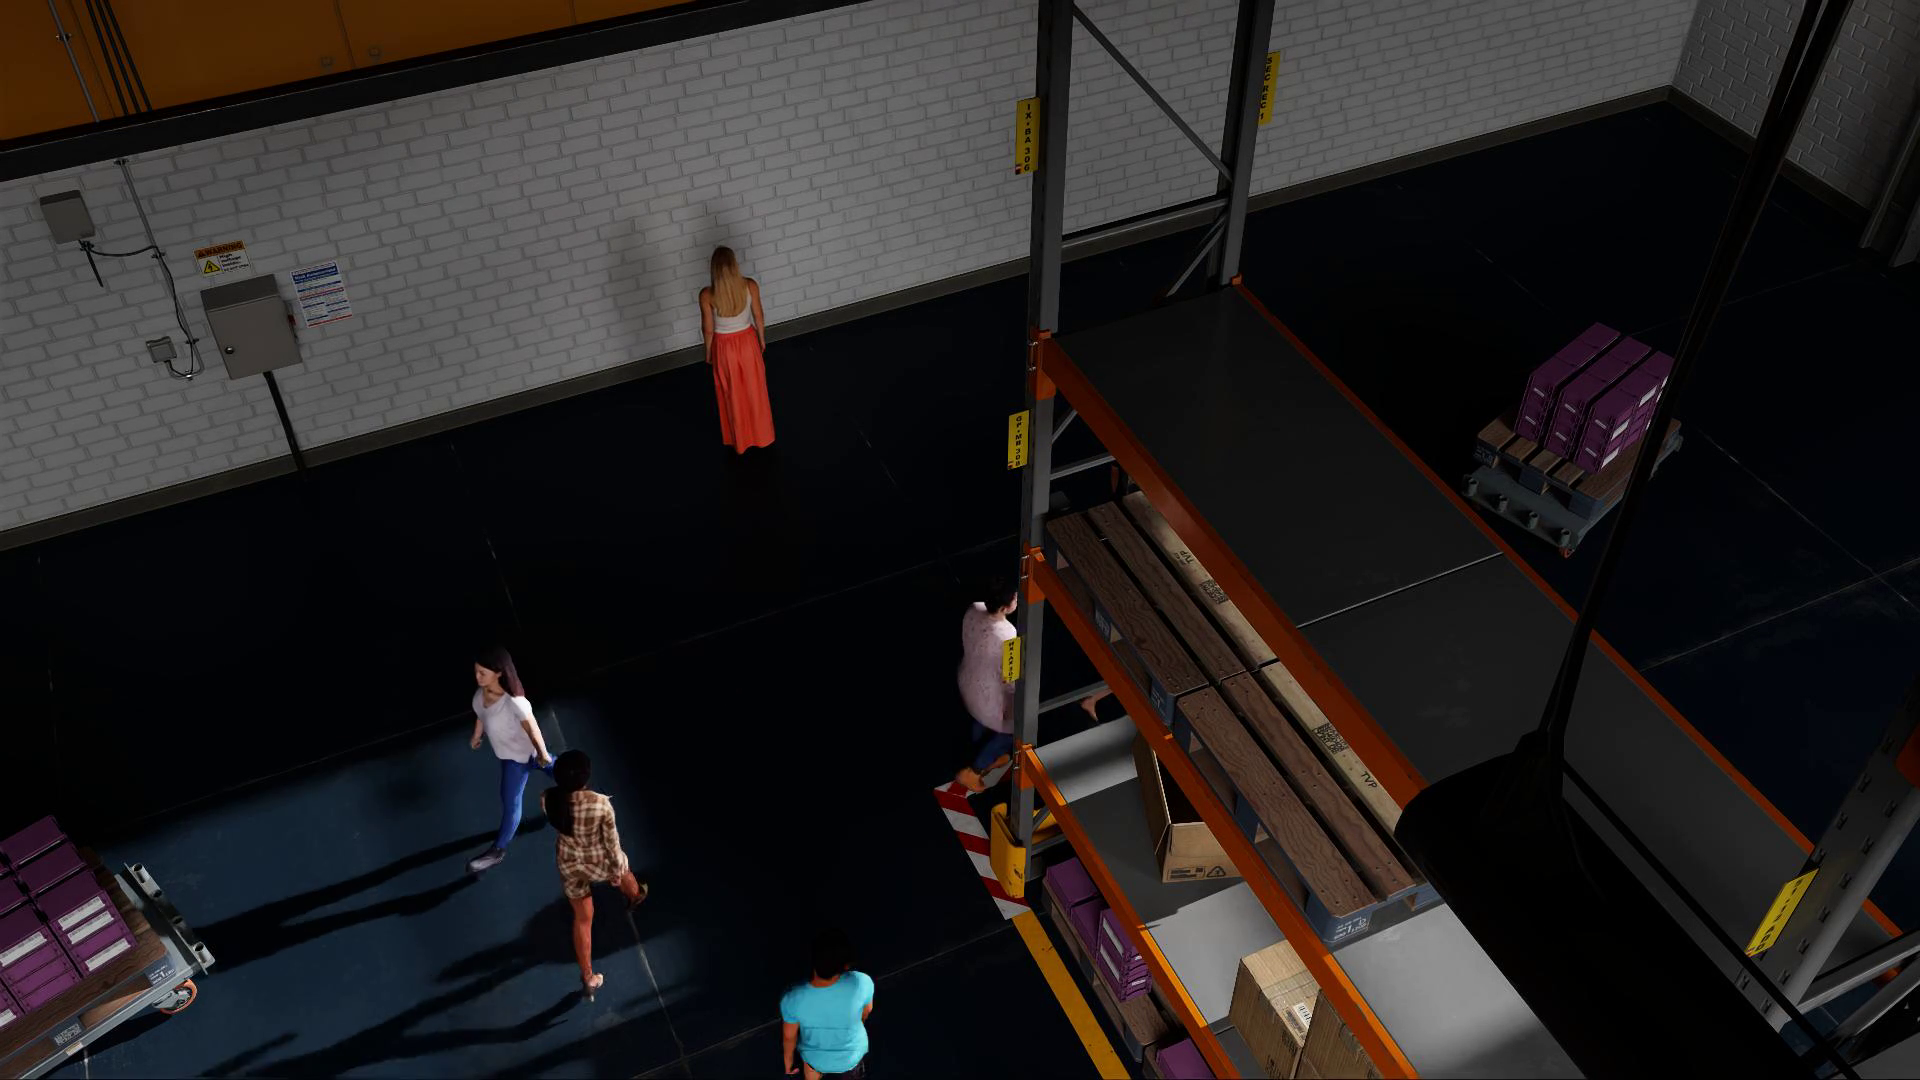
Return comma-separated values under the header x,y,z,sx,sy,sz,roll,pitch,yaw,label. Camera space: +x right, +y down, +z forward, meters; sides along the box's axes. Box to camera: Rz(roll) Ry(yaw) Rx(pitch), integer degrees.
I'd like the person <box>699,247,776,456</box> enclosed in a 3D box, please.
x,y,z,sx,sy,sz,roll,pitch,yaw,label
-1.664,-1.398,12.365,0.660,1.802,0.630,-11,45,-11,person

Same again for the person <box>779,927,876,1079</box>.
x,y,z,sx,sy,sz,roll,pitch,yaw,label
-0.608,2.608,8.206,0.805,1.739,1.010,-5,44,-5,person

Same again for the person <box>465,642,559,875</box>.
x,y,z,sx,sy,sz,roll,pitch,yaw,label
-2.523,1.164,9.791,0.845,1.642,1.078,-29,51,-27,person

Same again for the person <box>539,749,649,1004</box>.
x,y,z,sx,sy,sz,roll,pitch,yaw,label
-2.042,1.831,9.017,0.959,1.745,1.135,6,44,6,person

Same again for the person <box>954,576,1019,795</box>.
x,y,z,sx,sy,sz,roll,pitch,yaw,label
0.122,0.893,10.012,0.780,1.731,0.771,-21,47,-20,person
